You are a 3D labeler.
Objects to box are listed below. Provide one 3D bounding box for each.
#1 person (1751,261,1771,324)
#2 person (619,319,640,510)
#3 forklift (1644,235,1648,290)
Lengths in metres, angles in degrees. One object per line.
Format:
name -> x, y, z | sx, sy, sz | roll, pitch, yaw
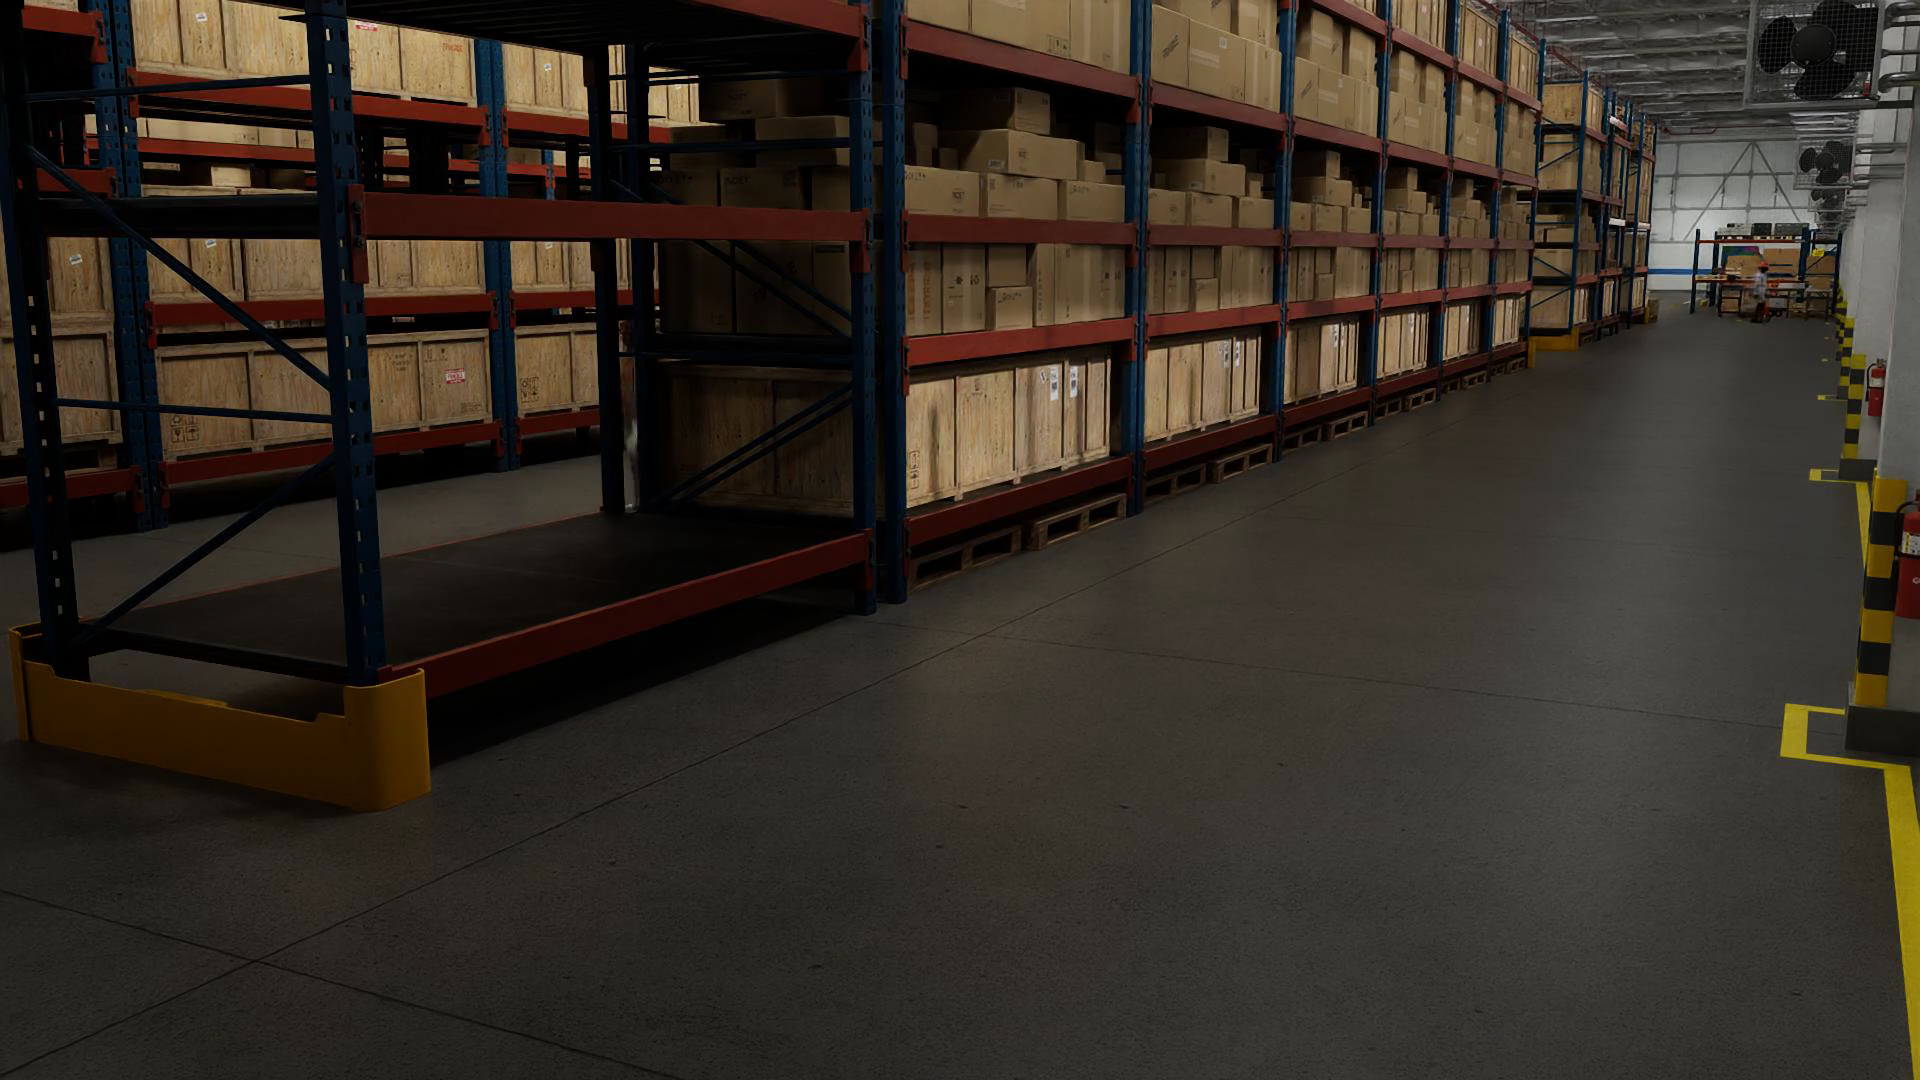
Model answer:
person -> 24.800, -7.618, 51.271 | 0.555, 1.909, 0.738 | -9, 13, -42
person -> -2.746, -1.050, 14.045 | 0.542, 1.624, 0.379 | 9, 13, 42
forklift -> 24.657, -9.792, 61.036 | 1.129, 2.768, 1.873 | 5, 11, 27
